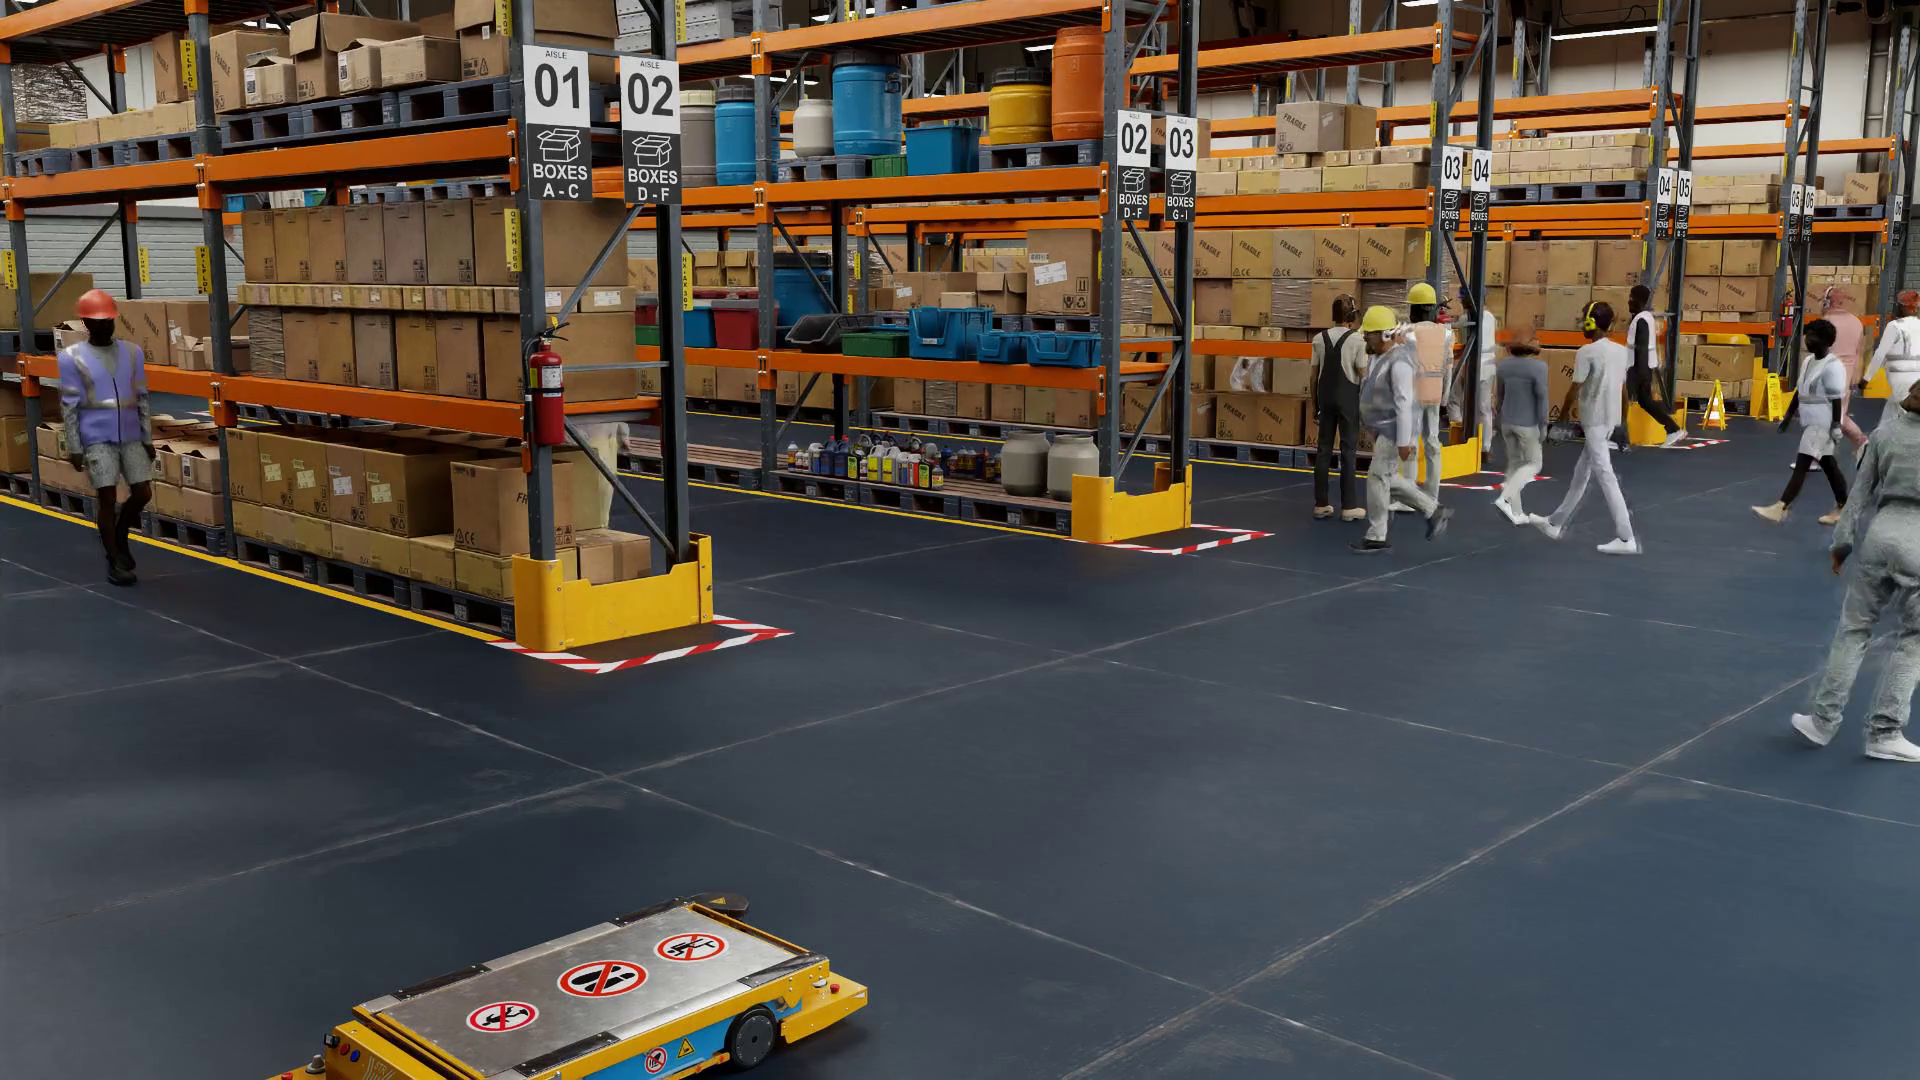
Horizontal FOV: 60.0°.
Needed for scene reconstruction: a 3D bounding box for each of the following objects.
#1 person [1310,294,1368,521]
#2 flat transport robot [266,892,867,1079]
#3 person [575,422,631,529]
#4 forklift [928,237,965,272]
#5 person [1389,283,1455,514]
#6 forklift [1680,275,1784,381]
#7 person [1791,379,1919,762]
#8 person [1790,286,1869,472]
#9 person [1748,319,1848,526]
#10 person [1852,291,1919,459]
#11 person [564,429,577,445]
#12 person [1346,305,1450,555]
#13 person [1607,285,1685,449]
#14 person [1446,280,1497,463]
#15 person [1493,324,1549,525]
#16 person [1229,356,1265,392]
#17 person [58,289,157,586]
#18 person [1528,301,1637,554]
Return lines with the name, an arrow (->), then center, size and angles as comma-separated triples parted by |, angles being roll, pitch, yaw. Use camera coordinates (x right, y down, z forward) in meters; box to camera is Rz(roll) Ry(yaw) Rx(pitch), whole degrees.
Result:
person -> 3.127, -1.092, 13.676 | 0.520, 1.844, 0.331 | 8, 12, 39
flat transport robot -> -0.980, 1.246, 4.283 | 0.652, 0.197, 1.431 | 9, 13, 43
person -> -2.620, -0.721, 12.096 | 0.426, 1.615, 0.510 | 3, 10, 18
forklift -> -0.326, -5.817, 39.609 | 1.129, 2.768, 1.873 | 9, 13, 43
person -> 3.863, -1.188, 14.004 | 0.587, 1.930, 0.362 | -4, 10, -21
forklift -> 12.480, -3.427, 27.053 | 1.214, 2.155, 2.313 | 9, 13, 43
person -> 3.930, 0.066, 7.025 | 0.416, 1.698, 0.660 | -5, 10, -28
person -> 8.837, -1.611, 16.767 | 0.649, 1.883, 0.722 | -3, 10, -20
person -> 6.778, -0.928, 13.262 | 0.882, 1.647, 0.550 | 1, 9, 7
person -> 9.805, -1.664, 17.261 | 0.577, 1.837, 1.014 | -5, 10, -27
person -> -3.578, -1.252, 14.559 | 1.032, 1.887, 0.649 | 7, 11, 35
person -> 3.190, -0.797, 12.016 | 0.714, 1.798, 0.619 | 0, 9, -1
person -> 7.845, -1.969, 19.057 | 0.925, 1.856, 0.604 | 4, 10, 23
person -> 5.435, -1.790, 17.724 | 0.634, 1.925, 0.628 | -6, 11, -35
person -> 4.454, -0.913, 13.286 | 0.474, 1.614, 0.505 | -5, 11, -30
person -> 3.761, -2.437, 21.868 | 0.676, 1.859, 0.604 | 7, 12, 37
person -> -5.572, -0.674, 10.887 | 0.457, 1.919, 0.561 | 8, 12, 39
person -> 4.600, -0.833, 12.198 | 0.501, 1.808, 1.002 | -6, 11, -35
